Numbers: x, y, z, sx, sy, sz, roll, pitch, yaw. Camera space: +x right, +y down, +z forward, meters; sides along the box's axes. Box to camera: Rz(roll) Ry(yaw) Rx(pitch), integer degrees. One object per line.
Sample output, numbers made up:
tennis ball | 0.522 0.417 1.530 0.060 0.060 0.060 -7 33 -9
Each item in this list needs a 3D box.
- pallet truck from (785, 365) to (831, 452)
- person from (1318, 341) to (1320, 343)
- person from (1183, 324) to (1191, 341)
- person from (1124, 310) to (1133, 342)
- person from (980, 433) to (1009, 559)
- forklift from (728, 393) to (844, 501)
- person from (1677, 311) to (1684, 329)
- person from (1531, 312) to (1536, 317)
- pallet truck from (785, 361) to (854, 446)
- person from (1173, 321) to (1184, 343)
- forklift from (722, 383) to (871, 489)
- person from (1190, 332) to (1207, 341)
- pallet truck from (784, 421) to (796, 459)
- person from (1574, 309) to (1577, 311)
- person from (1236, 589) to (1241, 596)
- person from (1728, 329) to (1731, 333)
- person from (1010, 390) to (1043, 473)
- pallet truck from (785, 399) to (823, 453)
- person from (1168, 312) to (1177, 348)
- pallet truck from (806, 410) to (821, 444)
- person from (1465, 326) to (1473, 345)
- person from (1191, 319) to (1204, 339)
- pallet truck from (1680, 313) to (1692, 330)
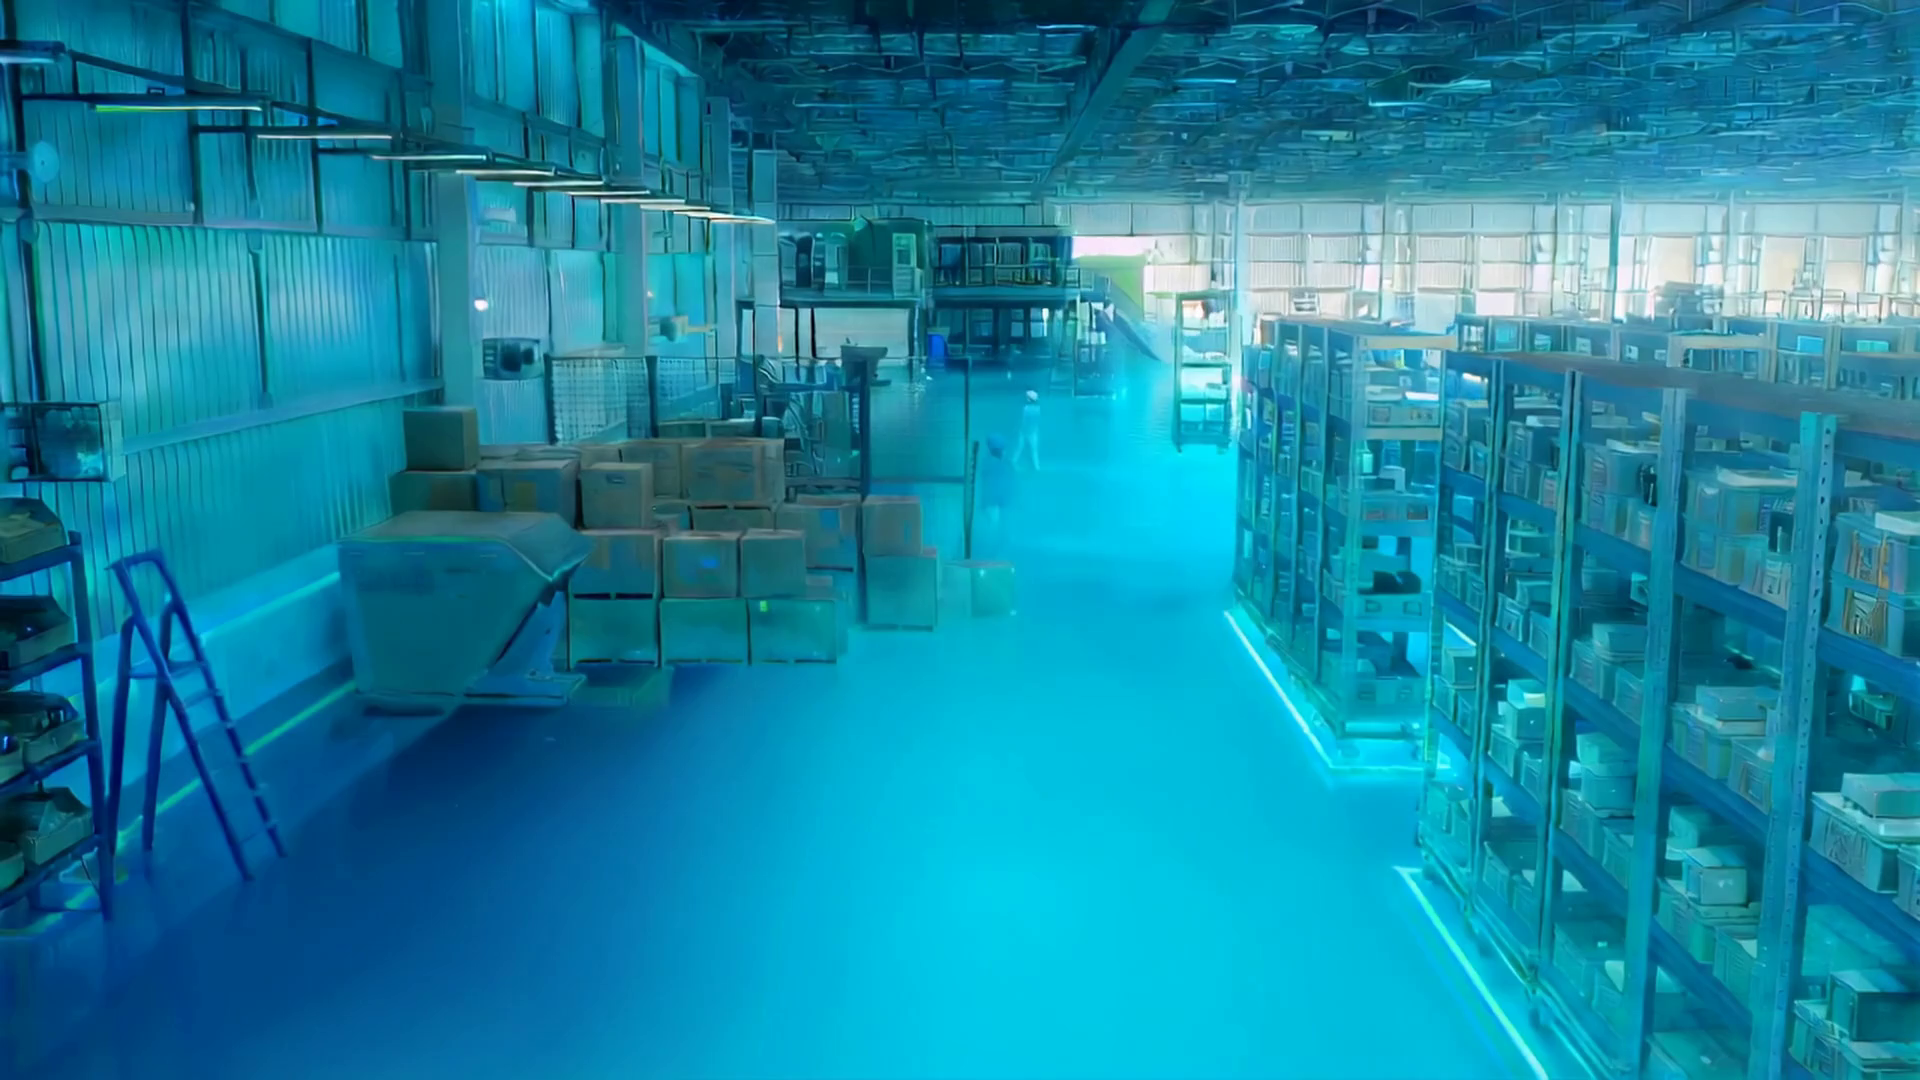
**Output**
pallet truck | -3.774 -2.976 37.635 1.885 1.965 0.823 1 9 5
person | 16.548 -9.023 75.360 0.593 1.864 0.620 6 11 31
person | 13.217 -12.462 96.630 0.619 1.845 0.430 -6 11 -34
person | 9.635 -12.255 95.285 0.530 1.864 0.313 -1 9 -5
person | 0.491 -0.499 22.582 0.433 1.954 0.747 5 11 29
forklift | -2.979 -1.316 26.476 2.680 1.987 1.157 0 9 1
person | 38.959 -11.421 89.951 0.588 1.927 0.370 -7 11 -37
person | 30.279 -11.131 88.215 0.588 1.908 0.753 -6 11 -33
pallet truck | -3.410 -3.193 38.978 1.885 1.965 0.823 0 9 -1
person | 10.112 -9.270 77.035 0.507 1.816 0.834 2 9 10
forklift | -2.893 -1.687 28.729 2.680 1.987 1.157 0 9 -1
person | 14.031 -12.613 97.387 0.947 1.896 0.601 3 10 18
pallet truck | -4.013 -1.793 32.705 1.601 1.201 0.680 0 9 1
person | 34.282 -11.896 92.844 0.358 1.938 0.542 2 10 15
person | 3.805 -0.060 20.329 0.846 1.785 0.554 -1 9 -8
person | 29.801 -7.329 64.593 0.603 1.962 0.367 -6 11 -34
person | 1.350 -2.236 34.023 0.529 1.699 0.934 -7 11 -36
pallet truck | -3.814 -2.432 36.419 1.630 1.274 0.653 0 9 1
person | 11.356 -11.142 88.245 0.391 1.922 0.590 -4 10 -25
pallet truck | -3.559 -2.018 33.905 1.522 1.261 0.704 0 9 -1
person | 24.758 -9.931 80.927 0.418 1.881 0.603 -2 9 -13
person | 13.991 -12.698 97.986 0.972 1.872 0.598 -6 11 -35
pallet truck | 36.315 -10.531 84.244 0.823 1.965 1.885 -6 11 -33
